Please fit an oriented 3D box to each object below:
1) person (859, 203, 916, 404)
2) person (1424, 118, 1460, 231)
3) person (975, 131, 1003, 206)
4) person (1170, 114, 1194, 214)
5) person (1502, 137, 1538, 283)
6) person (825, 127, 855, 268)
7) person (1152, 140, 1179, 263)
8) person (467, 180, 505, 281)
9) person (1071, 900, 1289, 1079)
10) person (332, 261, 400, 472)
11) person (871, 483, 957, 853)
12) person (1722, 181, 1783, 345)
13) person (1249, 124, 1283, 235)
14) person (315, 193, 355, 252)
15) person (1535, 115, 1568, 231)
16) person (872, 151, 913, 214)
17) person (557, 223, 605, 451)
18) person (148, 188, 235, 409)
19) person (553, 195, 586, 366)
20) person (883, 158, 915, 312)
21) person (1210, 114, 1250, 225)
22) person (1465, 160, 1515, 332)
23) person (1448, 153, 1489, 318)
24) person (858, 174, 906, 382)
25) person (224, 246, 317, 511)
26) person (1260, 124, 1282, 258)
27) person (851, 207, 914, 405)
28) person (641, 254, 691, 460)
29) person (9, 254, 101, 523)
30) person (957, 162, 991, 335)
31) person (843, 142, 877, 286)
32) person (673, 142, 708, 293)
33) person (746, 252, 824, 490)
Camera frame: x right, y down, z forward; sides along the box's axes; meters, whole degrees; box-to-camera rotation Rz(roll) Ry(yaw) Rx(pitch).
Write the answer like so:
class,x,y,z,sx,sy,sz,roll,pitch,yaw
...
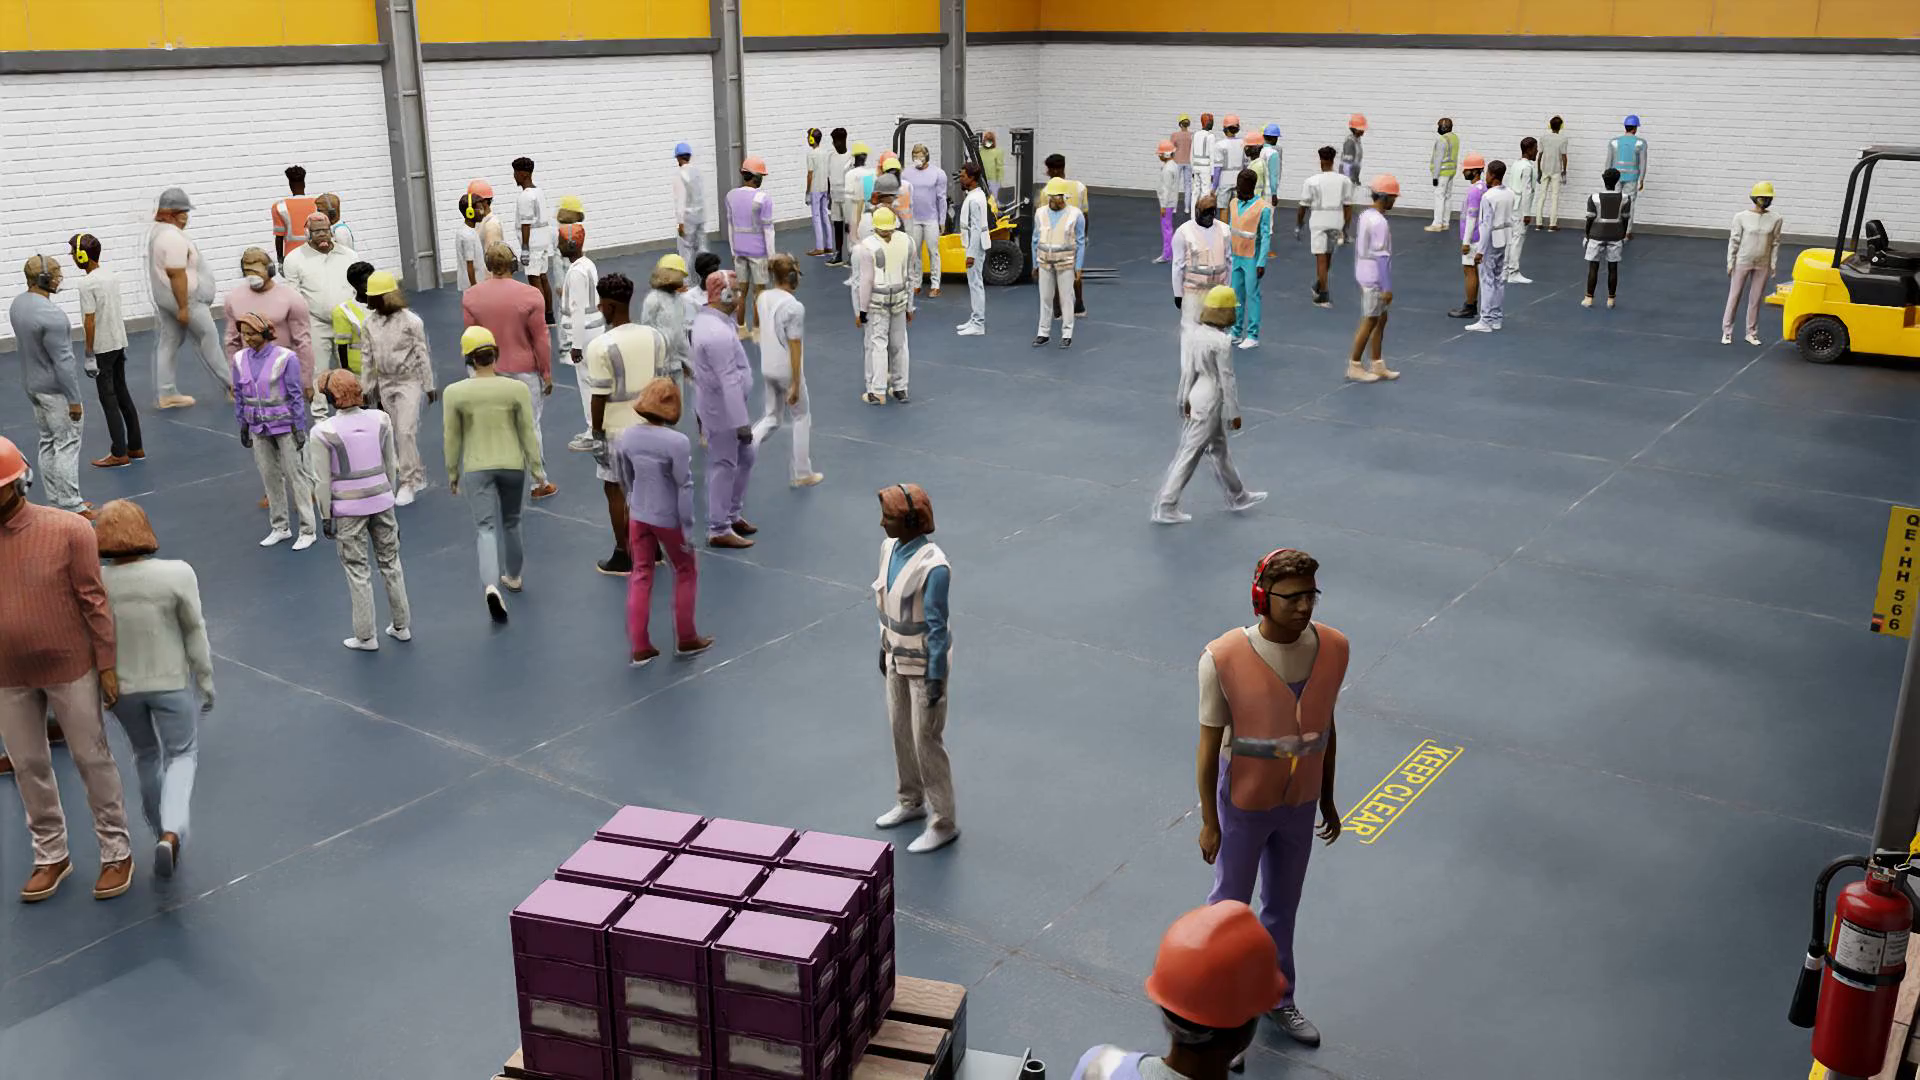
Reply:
class,x,y,z,sx,sy,sz,roll,pitch,yaw
person,-0.702,-2.190,15.428,0.636,1.842,0.429,-15,23,-39
person,7.955,-6.020,27.427,0.429,1.837,0.629,14,23,38
person,0.489,-6.022,27.788,0.543,1.606,0.710,7,19,21
person,3.984,-6.727,29.766,0.533,1.754,0.342,-3,18,-9
person,7.501,-4.418,22.274,0.392,1.920,0.592,0,18,1
person,-1.657,-4.840,23.526,0.607,1.959,0.393,14,22,36
person,2.968,-4.875,23.990,0.344,1.744,0.573,4,18,12
person,-4.715,-2.627,16.665,0.386,1.931,0.551,-7,19,-20
person,0.467,1.616,3.390,0.544,1.931,0.384,16,24,40
person,-4.583,-1.322,12.948,0.316,1.695,0.542,13,22,36
person,-0.196,0.540,7.240,0.313,1.634,0.524,-10,20,-29
person,8.616,-3.001,18.084,0.533,1.770,0.307,2,18,5
person,4.944,-5.846,26.987,0.535,1.767,0.316,5,18,14
person,-6.081,-2.476,16.331,0.346,1.837,0.505,-9,20,-27
person,9.762,-6.042,27.425,0.513,1.877,0.328,15,23,38
person,-0.826,-3.688,19.979,0.546,1.929,0.387,-10,21,-30
person,-3.120,-1.679,13.782,0.351,1.878,0.568,-2,18,-7
person,-7.011,-2.237,15.253,0.966,2.000,0.704,-14,22,-36
person,-4.035,-2.675,17.172,0.518,1.732,0.523,6,19,19
person,-0.758,-3.517,19.531,0.597,1.879,0.664,-11,21,-31
person,4.032,-5.336,24.941,0.605,2.045,0.382,-7,19,-21
person,6.048,-3.326,18.858,0.371,1.916,0.597,16,24,41
person,6.036,-3.600,19.701,0.388,1.930,0.544,8,19,23
person,-0.714,-2.579,16.324,0.538,2.000,0.689,7,19,20
person,-4.998,-1.162,12.079,0.632,1.933,0.402,2,18,6
person,4.504,-5.119,24.437,0.415,1.939,0.605,-5,18,-16
person,-0.704,-2.157,15.365,0.601,1.821,0.403,-7,19,-21
person,-2.372,-1.382,13.132,0.306,1.706,0.672,9,20,25
person,-6.375,-1.046,11.722,0.636,1.928,0.383,14,22,36
person,0.156,-3.267,18.673,0.393,1.920,0.591,0,18,0
person,-1.256,-4.235,21.761,0.707,1.886,0.620,13,22,36
person,-3.438,-4.131,21.405,0.545,1.922,0.677,8,19,24
person,-1.389,-1.235,12.485,0.505,1.818,0.754,15,23,40
